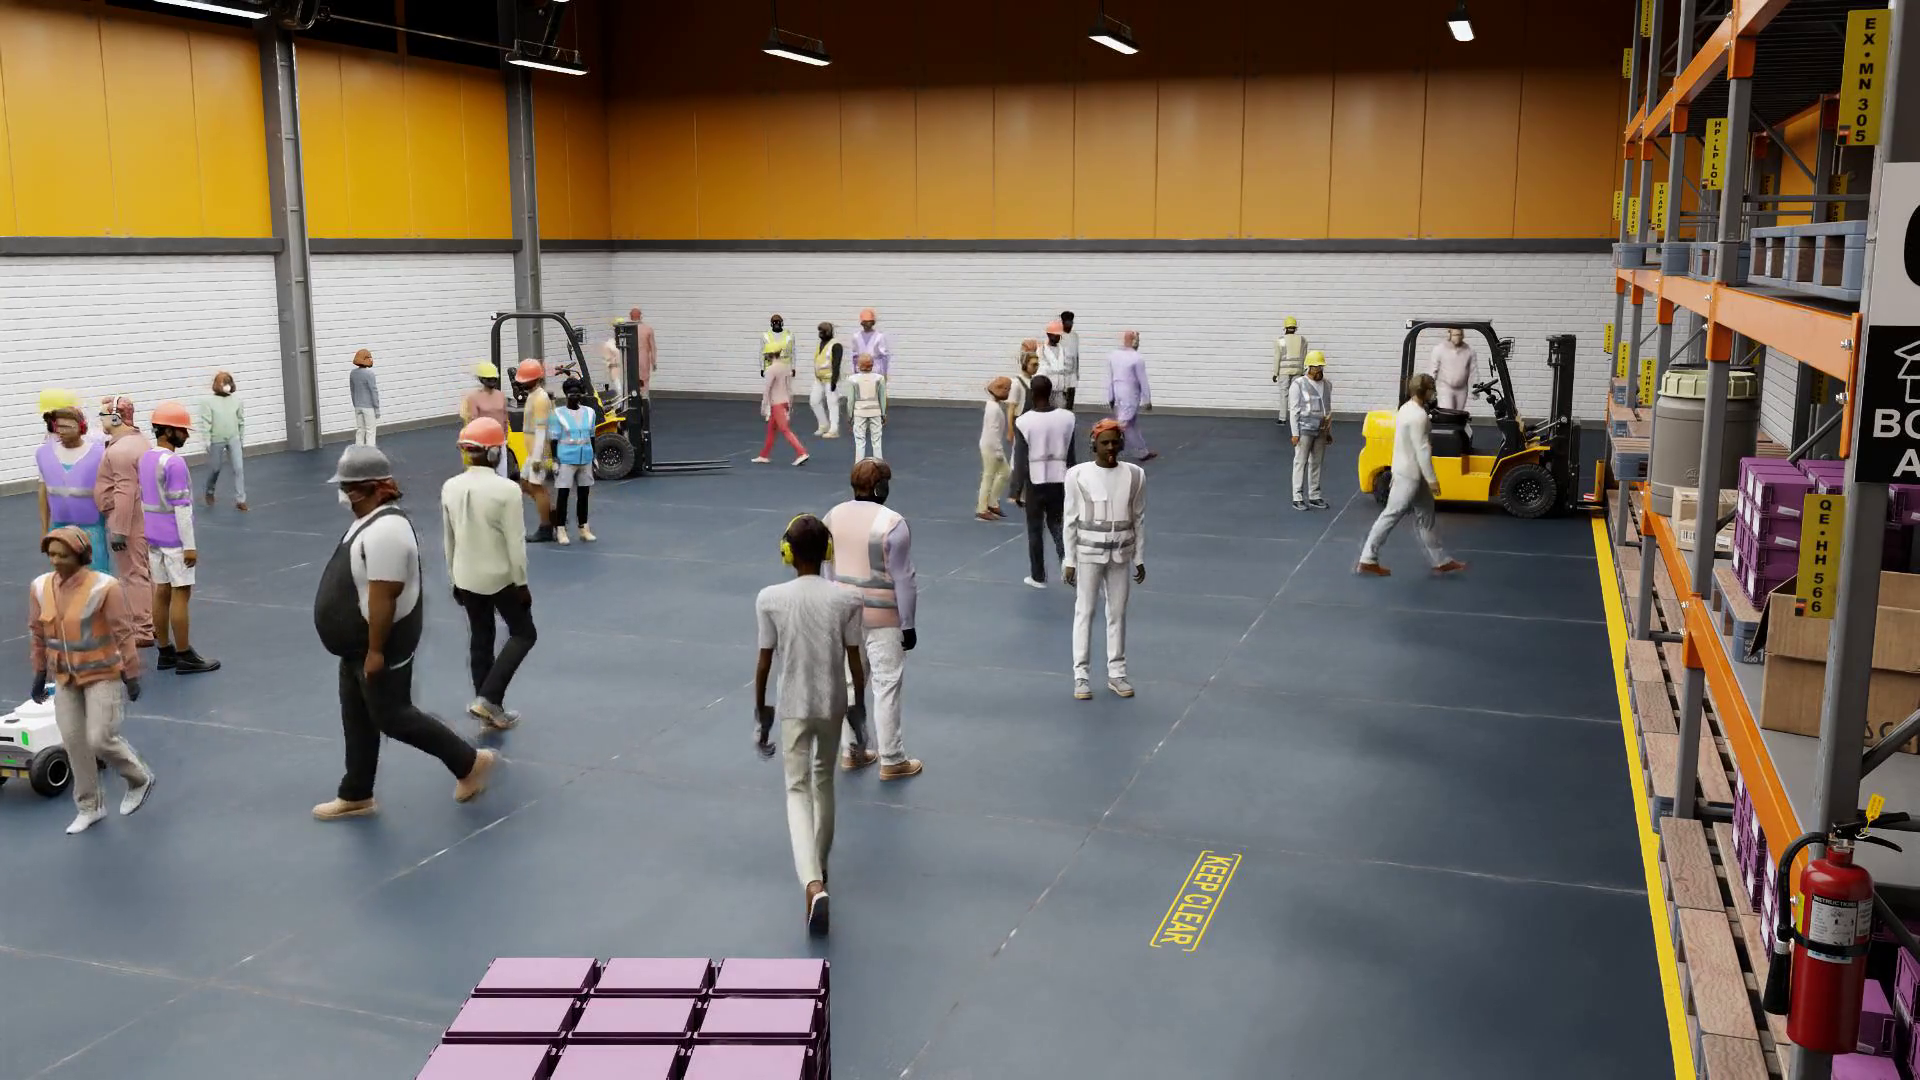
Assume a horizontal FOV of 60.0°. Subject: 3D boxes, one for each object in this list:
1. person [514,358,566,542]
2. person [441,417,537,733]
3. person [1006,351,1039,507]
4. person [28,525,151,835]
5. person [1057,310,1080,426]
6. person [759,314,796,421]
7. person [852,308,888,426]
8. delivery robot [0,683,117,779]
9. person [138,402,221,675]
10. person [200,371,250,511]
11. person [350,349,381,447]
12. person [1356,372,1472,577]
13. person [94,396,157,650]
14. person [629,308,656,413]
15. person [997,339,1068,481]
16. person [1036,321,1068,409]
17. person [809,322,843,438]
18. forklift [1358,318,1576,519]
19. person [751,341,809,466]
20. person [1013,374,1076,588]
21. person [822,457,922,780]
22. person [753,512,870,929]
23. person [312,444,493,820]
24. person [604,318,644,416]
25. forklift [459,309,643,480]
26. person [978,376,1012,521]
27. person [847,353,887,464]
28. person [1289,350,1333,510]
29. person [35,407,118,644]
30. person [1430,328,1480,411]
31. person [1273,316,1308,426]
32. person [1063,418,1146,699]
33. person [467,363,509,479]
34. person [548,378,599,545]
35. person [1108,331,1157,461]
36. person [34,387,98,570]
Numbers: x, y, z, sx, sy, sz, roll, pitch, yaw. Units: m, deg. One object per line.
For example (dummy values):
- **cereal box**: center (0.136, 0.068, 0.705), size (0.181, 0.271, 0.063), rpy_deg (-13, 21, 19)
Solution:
- **person**: center (-4.317, -0.902, 16.896), size (0.407, 1.898, 0.587), rpy_deg (-3, 10, -16)
- **person**: center (-2.901, 0.232, 10.264), size (0.639, 1.983, 0.441), rpy_deg (5, 11, 25)
- **person**: center (0.860, -1.252, 19.104), size (0.813, 1.814, 0.514), rpy_deg (6, 12, 31)
- **person**: center (-4.499, 0.710, 8.597), size (0.555, 1.621, 0.393), rpy_deg (2, 10, 11)
- **person**: center (1.743, -2.881, 27.915), size (0.606, 1.948, 0.590), rpy_deg (-8, 13, -39)
- **person**: center (-3.136, -2.958, 28.639), size (0.634, 1.841, 0.429), rpy_deg (-1, 10, -8)
- **person**: center (-1.457, -2.795, 27.277), size (0.616, 2.013, 0.957), rpy_deg (2, 10, 13)
- **delivery robot**: center (-5.143, 1.053, 9.409), size (0.477, 0.478, 0.707), rpy_deg (3, 11, 15)
- **person**: center (-5.570, -0.013, 11.811), size (0.546, 1.928, 0.385), rpy_deg (8, 13, 39)
- **person**: center (-8.476, -1.148, 19.112), size (0.504, 1.605, 0.757), rpy_deg (-9, 13, -41)
- **person**: center (-8.044, -1.771, 22.542), size (0.497, 1.633, 0.284), rpy_deg (6, 12, 31)
- **person**: center (4.135, -0.578, 15.134), size (1.040, 1.889, 0.631), rpy_deg (2, 10, 10)
- **person**: center (-6.292, -0.133, 12.550), size (0.409, 1.908, 0.642), rpy_deg (-3, 10, -16)
- **person**: center (-5.826, -3.238, 30.043), size (0.651, 1.908, 0.399), rpy_deg (0, 10, -1)
- **person**: center (0.988, -1.665, 21.408), size (0.998, 1.838, 0.589), rpy_deg (-5, 11, -24)
- **person**: center (1.351, -2.208, 24.149), size (0.553, 1.933, 0.367), rpy_deg (-7, 12, -35)
- **person**: center (-2.100, -2.507, 26.152), size (0.489, 1.829, 0.629), rpy_deg (-9, 13, -40)
- **forklift**: center (5.787, -1.437, 19.079), size (2.313, 2.155, 1.214), rpy_deg (3, 11, 19)
- **person**: center (-2.478, -1.880, 22.913), size (0.908, 1.721, 0.531), rpy_deg (3, 11, 17)
- **person**: center (0.761, -0.498, 14.602), size (0.620, 1.903, 0.569), rpy_deg (-4, 11, -22)
- **person**: center (-0.488, 0.443, 9.484), size (0.627, 1.845, 0.429), rpy_deg (8, 13, 36)
- **person**: center (-0.671, 0.798, 7.551), size (0.525, 1.832, 0.879), rpy_deg (-3, 10, -14)
- **person**: center (-2.979, 0.470, 8.772), size (0.847, 2.000, 0.678), rpy_deg (-5, 11, -26)
- **person**: center (-5.464, -2.631, 26.712), size (0.948, 1.882, 0.585), rpy_deg (9, 14, 42)
- **forklift**: center (-5.354, -1.902, 21.697), size (2.313, 2.155, 1.214), rpy_deg (-2, 10, -13)
- **person**: center (0.386, -0.995, 18.220), size (0.453, 1.604, 0.527), rpy_deg (1, 10, 8)
- **person**: center (-1.203, -1.592, 21.511), size (0.514, 1.642, 0.310), rpy_deg (-2, 10, -10)
- **person**: center (4.049, -1.260, 19.104), size (0.591, 1.833, 0.403), rpy_deg (-6, 12, -29)
- **person**: center (-6.673, -0.103, 12.630), size (0.587, 1.827, 0.457), rpy_deg (-1, 10, -5)
- **person**: center (7.186, -2.175, 24.111), size (0.658, 1.880, 0.736), rpy_deg (-1, 10, -3)
- **person**: center (5.537, -2.832, 27.948), size (0.586, 1.835, 0.404), rpy_deg (-2, 10, -9)
- **person**: center (0.972, 0.128, 11.162), size (0.587, 1.882, 0.346), rpy_deg (-3, 10, -14)
- **person**: center (-5.326, -1.138, 18.715), size (0.536, 1.728, 0.877), rpy_deg (-9, 14, -42)
- **person**: center (-3.915, -0.801, 16.891), size (0.539, 1.698, 0.318), rpy_deg (-9, 13, -40)
- **person**: center (2.368, -1.974, 23.074), size (1.017, 1.853, 0.667), rpy_deg (-6, 12, -30)
- **person**: center (-7.120, -0.282, 13.387), size (0.624, 1.907, 0.499), rpy_deg (5, 11, 26)
